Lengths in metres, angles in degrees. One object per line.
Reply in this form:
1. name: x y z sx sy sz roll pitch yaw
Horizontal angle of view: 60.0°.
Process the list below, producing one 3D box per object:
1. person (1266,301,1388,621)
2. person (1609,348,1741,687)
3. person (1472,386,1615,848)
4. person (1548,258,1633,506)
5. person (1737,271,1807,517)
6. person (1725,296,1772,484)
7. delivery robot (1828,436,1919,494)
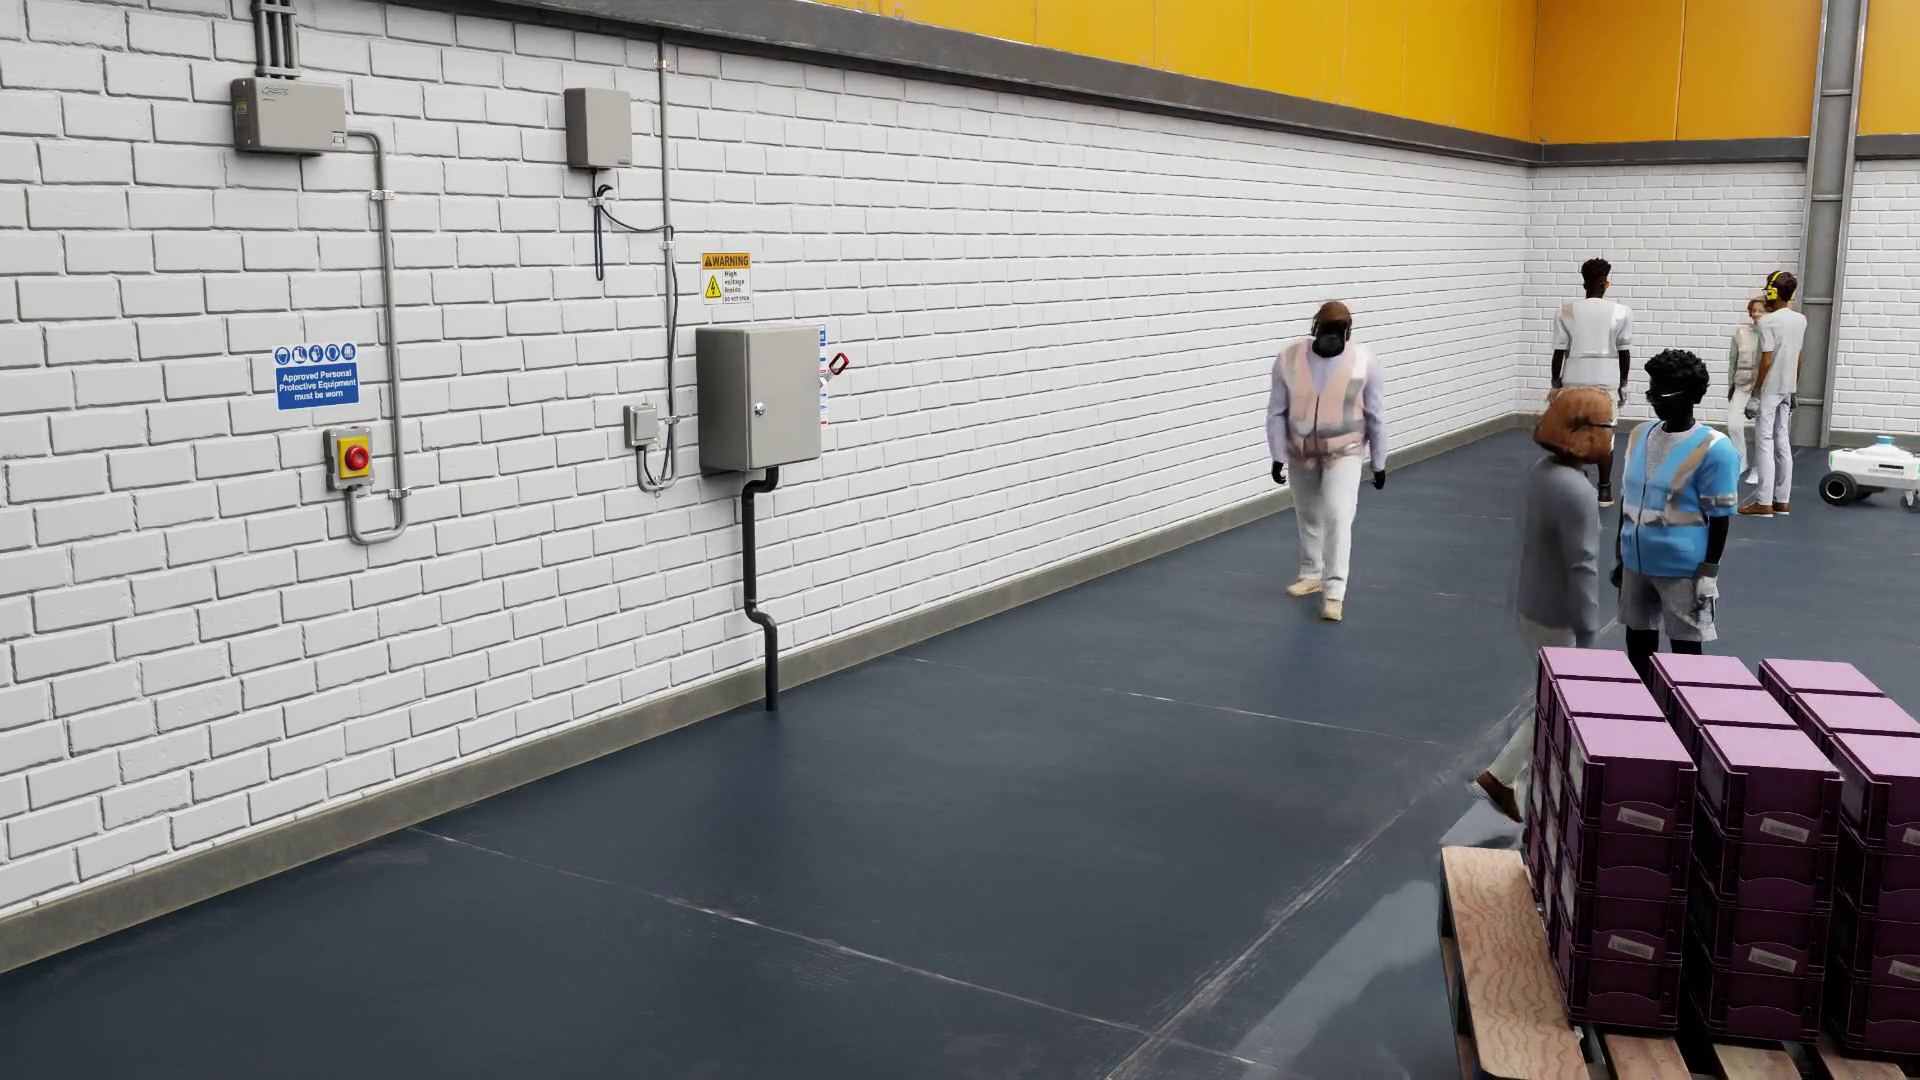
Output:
1. person: 2.096 -0.475 9.504 0.651 1.775 0.872 5 11 27
2. person: 2.734 0.107 6.442 0.319 1.692 0.533 -4 11 -23
3. person: 2.059 0.280 5.684 0.366 1.617 0.518 1 10 4
4. person: 4.982 -1.241 13.162 0.602 1.961 0.371 4 11 19
5. person: 6.193 -1.109 12.686 0.536 1.869 0.312 -6 12 -29
6. person: 6.841 -1.281 14.306 0.402 1.621 0.533 -9 14 -41
7. delivery robot: 7.270 -0.576 13.120 0.477 0.478 0.707 -9 14 -42
